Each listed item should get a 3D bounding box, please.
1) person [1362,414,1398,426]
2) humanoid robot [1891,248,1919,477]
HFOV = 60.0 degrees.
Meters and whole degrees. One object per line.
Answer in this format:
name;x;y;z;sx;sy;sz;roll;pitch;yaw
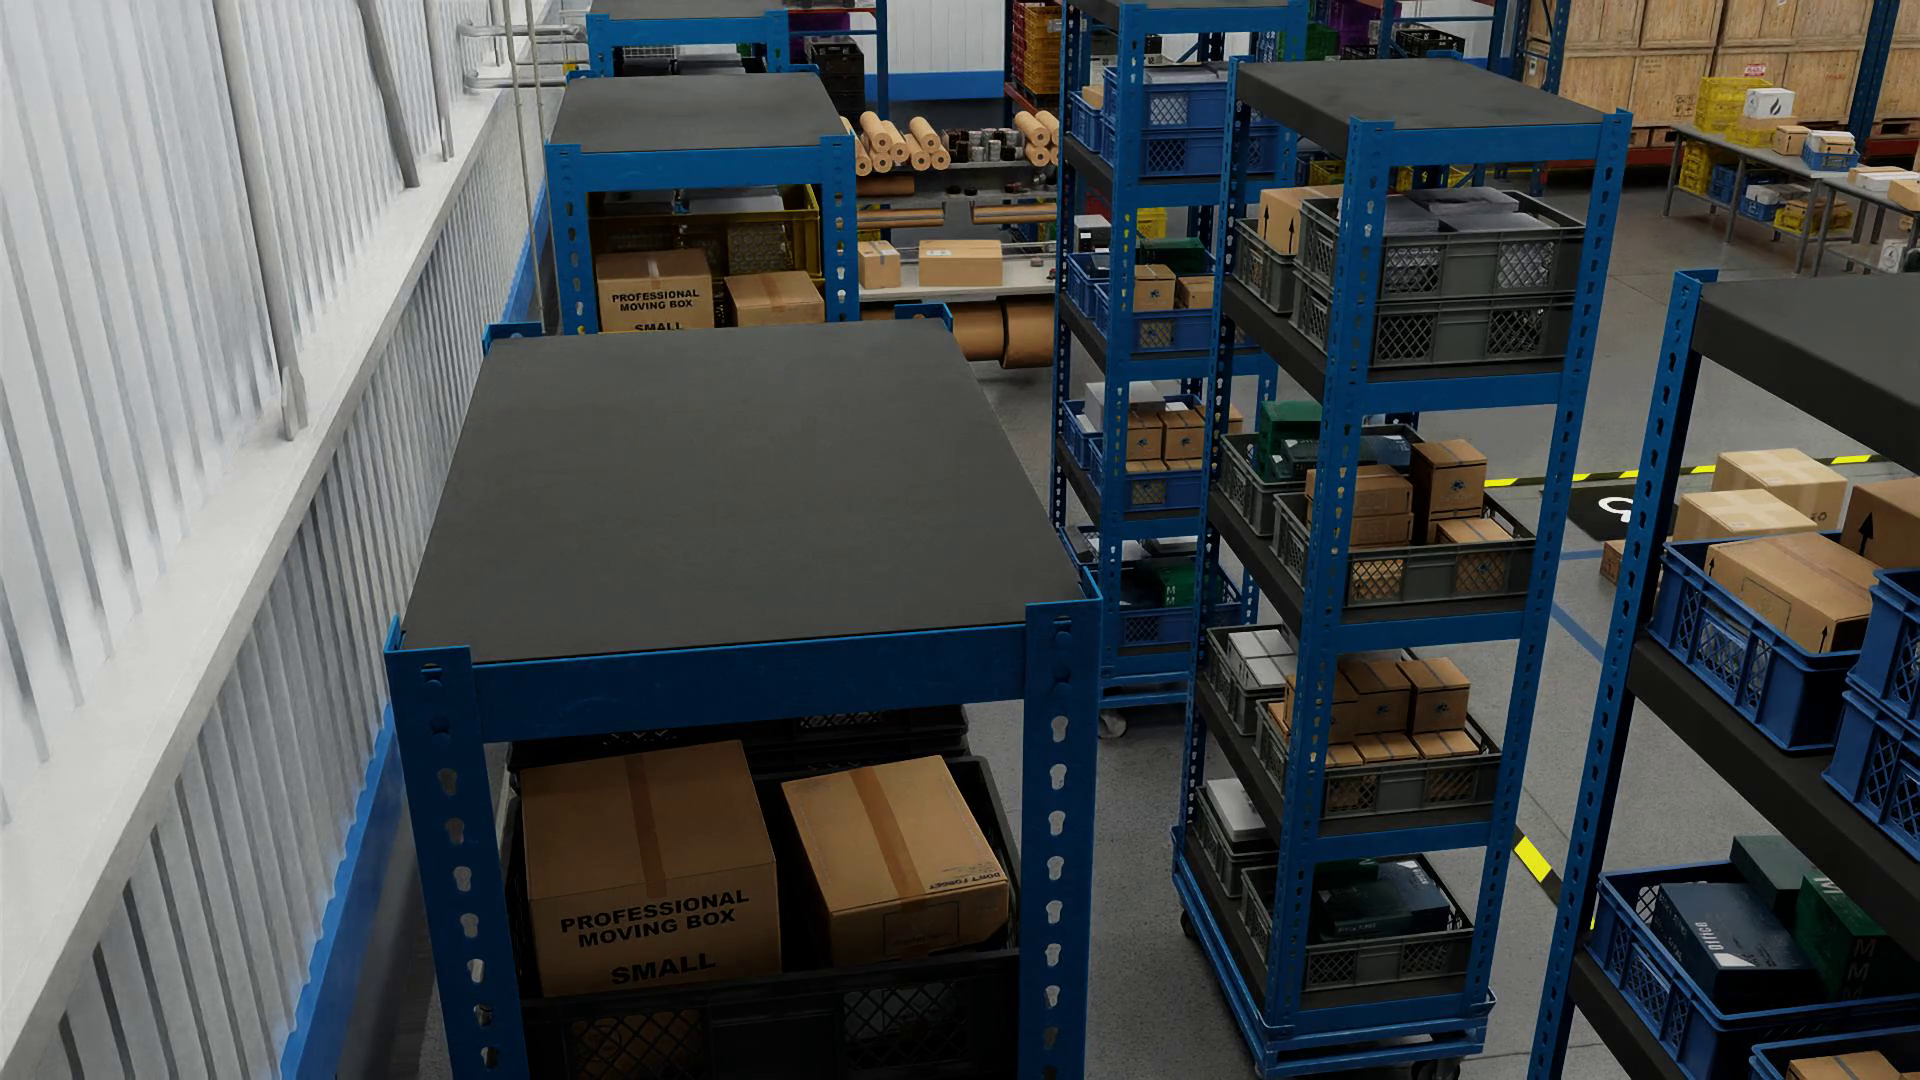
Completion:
person;1.953;0.191;7.994;0.587;1.849;0.390;-3;25;-6
humanoid robot;6.621;-1.187;11.197;0.534;1.776;1.033;1;25;2
